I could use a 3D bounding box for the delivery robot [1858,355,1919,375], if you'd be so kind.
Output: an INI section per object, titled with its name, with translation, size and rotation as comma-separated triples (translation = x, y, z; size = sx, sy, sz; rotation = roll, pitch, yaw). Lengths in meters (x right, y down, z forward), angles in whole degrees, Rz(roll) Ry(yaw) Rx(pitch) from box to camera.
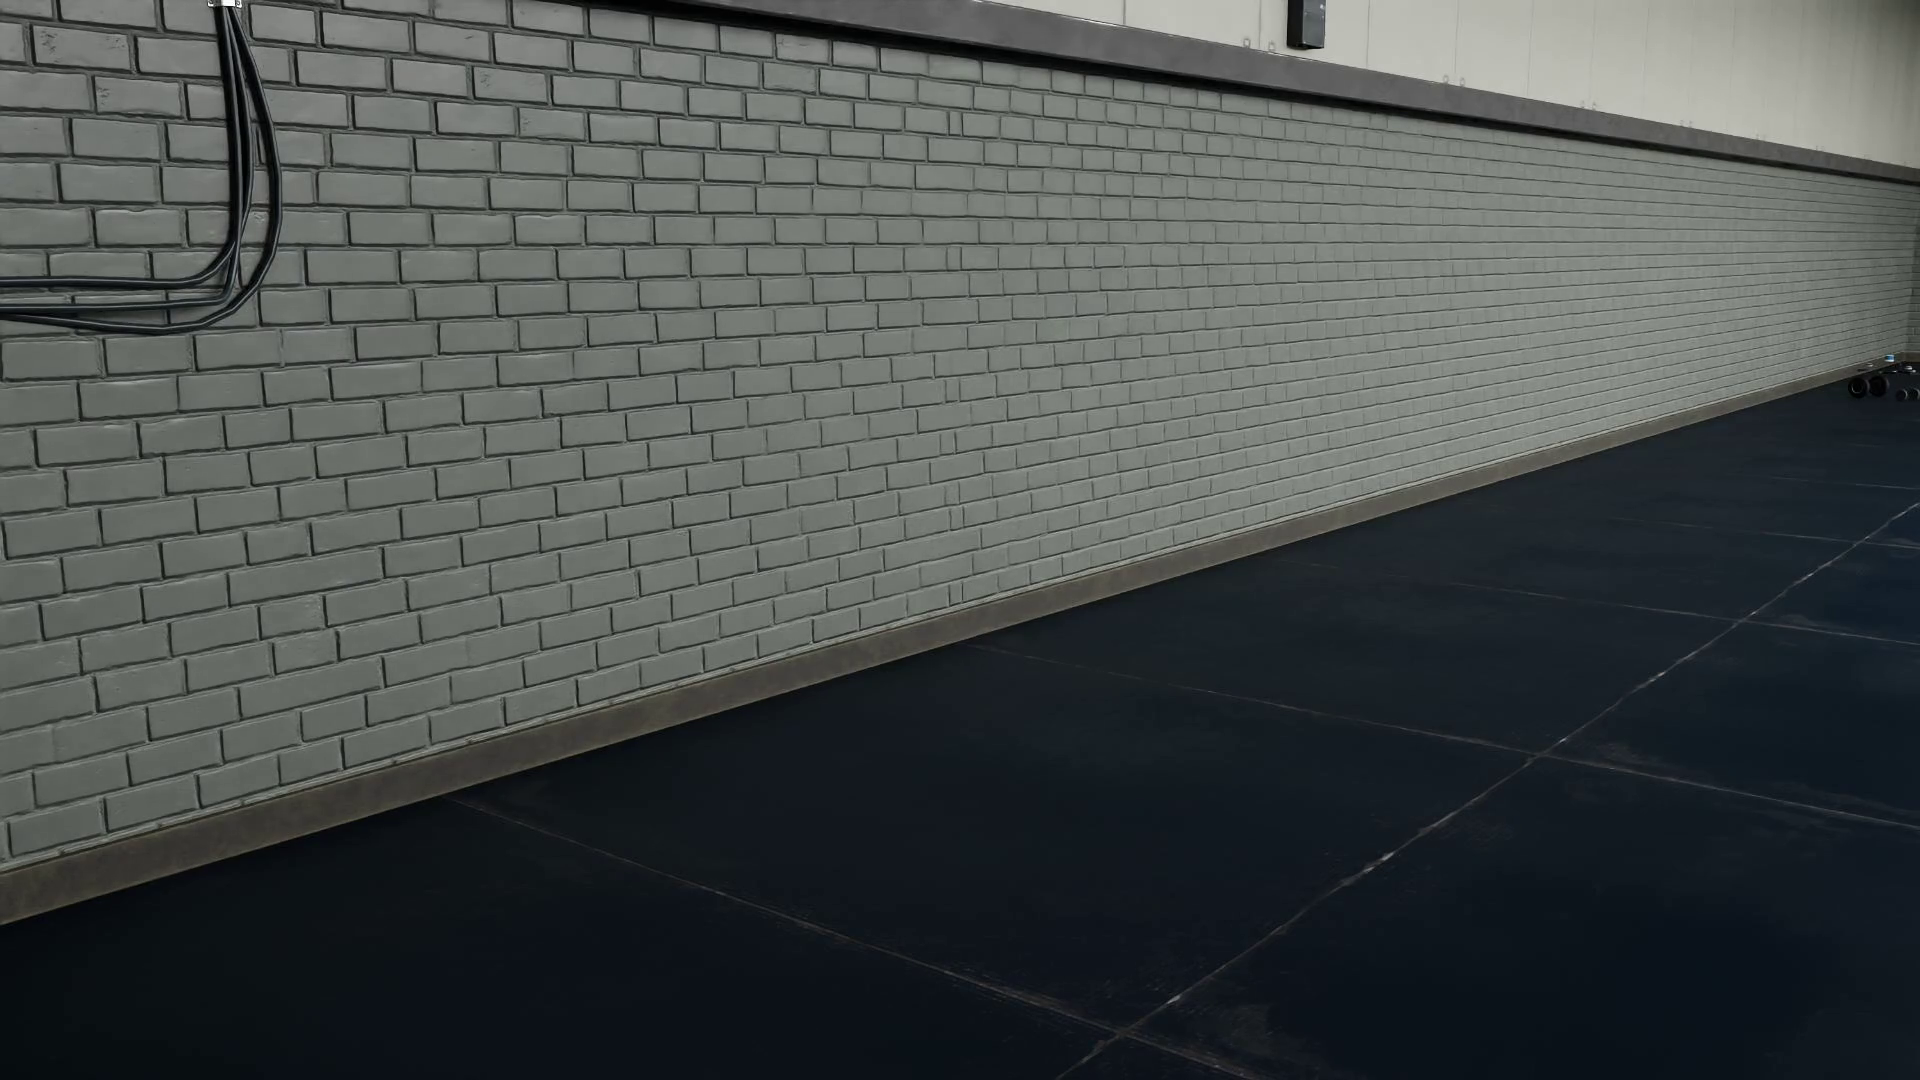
[delivery robot]
translation = 11.830, -2.240, 21.181
size = 0.335, 0.223, 0.698
rotation = -6, 12, -29
